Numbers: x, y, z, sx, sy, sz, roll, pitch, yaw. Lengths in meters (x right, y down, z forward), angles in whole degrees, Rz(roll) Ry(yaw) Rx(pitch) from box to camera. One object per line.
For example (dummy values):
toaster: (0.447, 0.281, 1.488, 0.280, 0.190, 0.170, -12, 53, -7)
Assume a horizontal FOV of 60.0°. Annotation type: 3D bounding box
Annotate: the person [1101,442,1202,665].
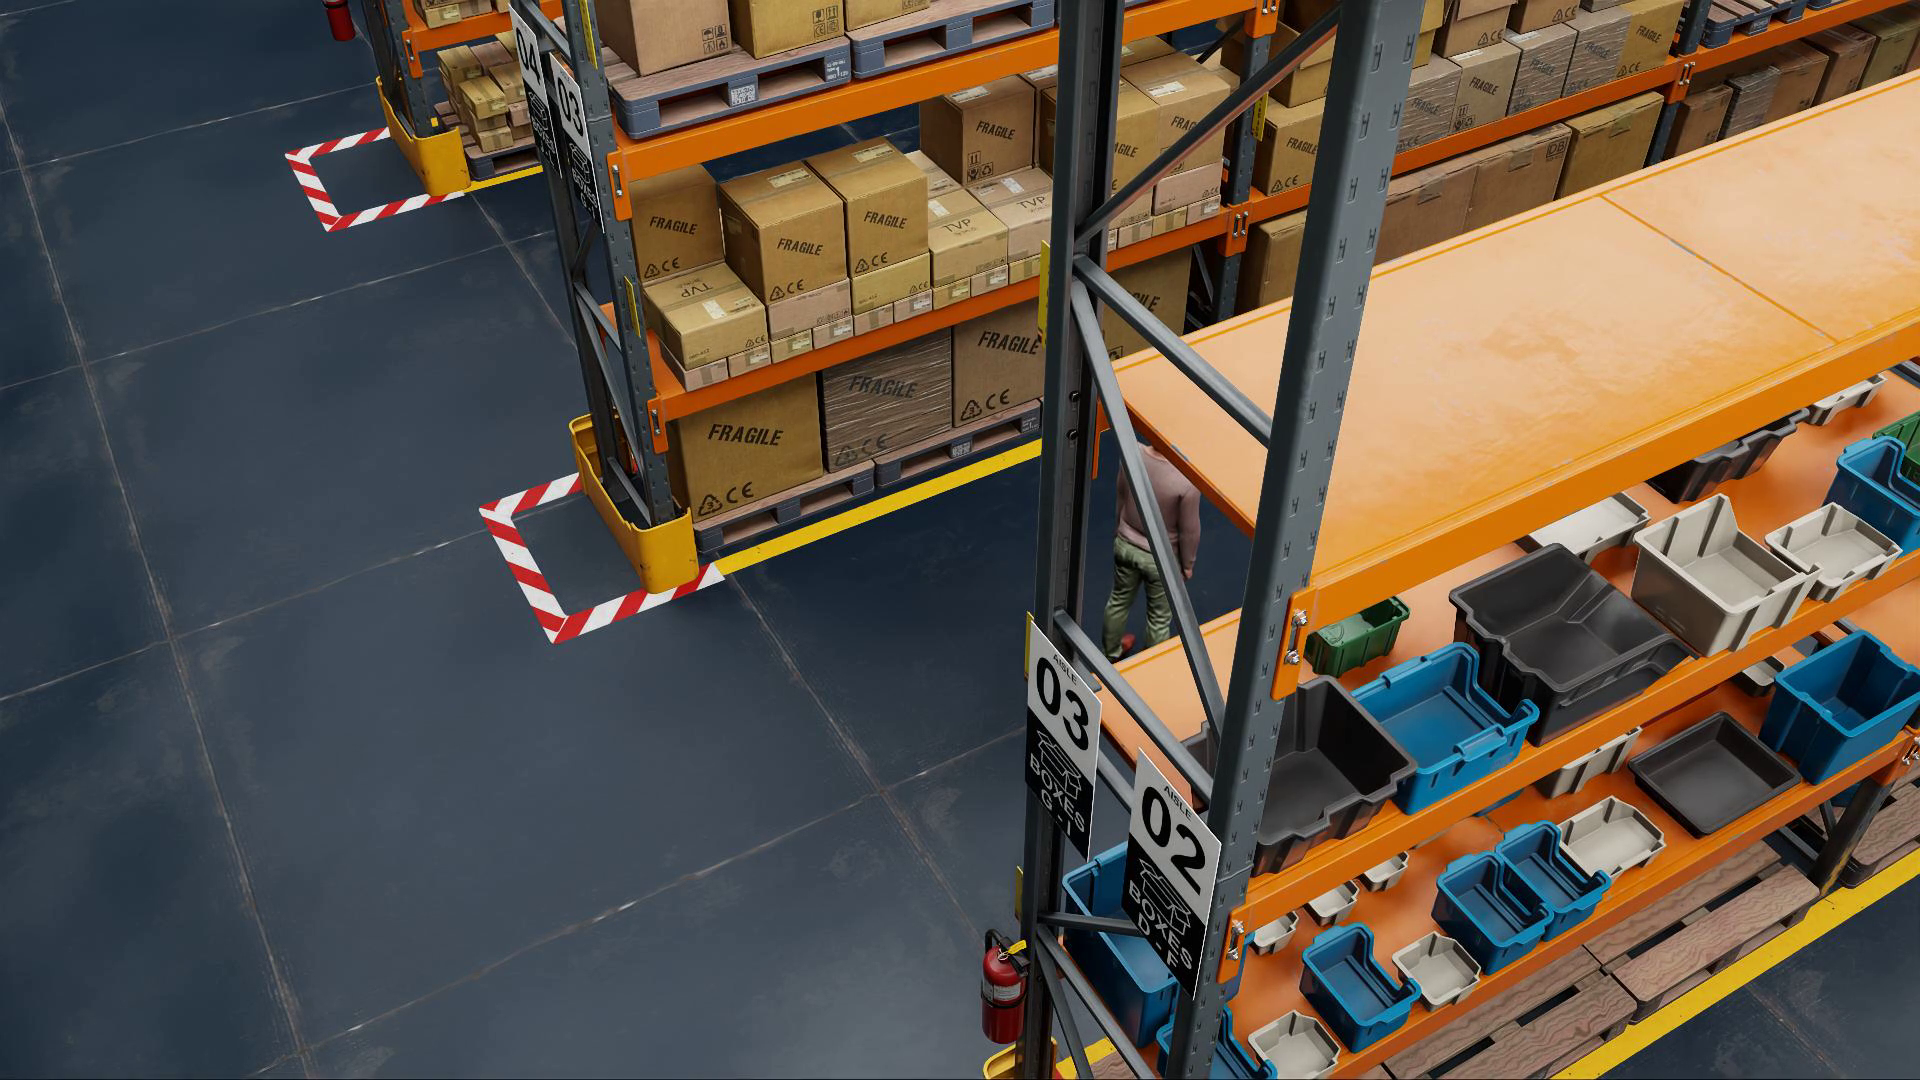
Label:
person: (0.987, 0.054, 8.686, 0.739, 1.867, 0.722, 28, 50, 26)
